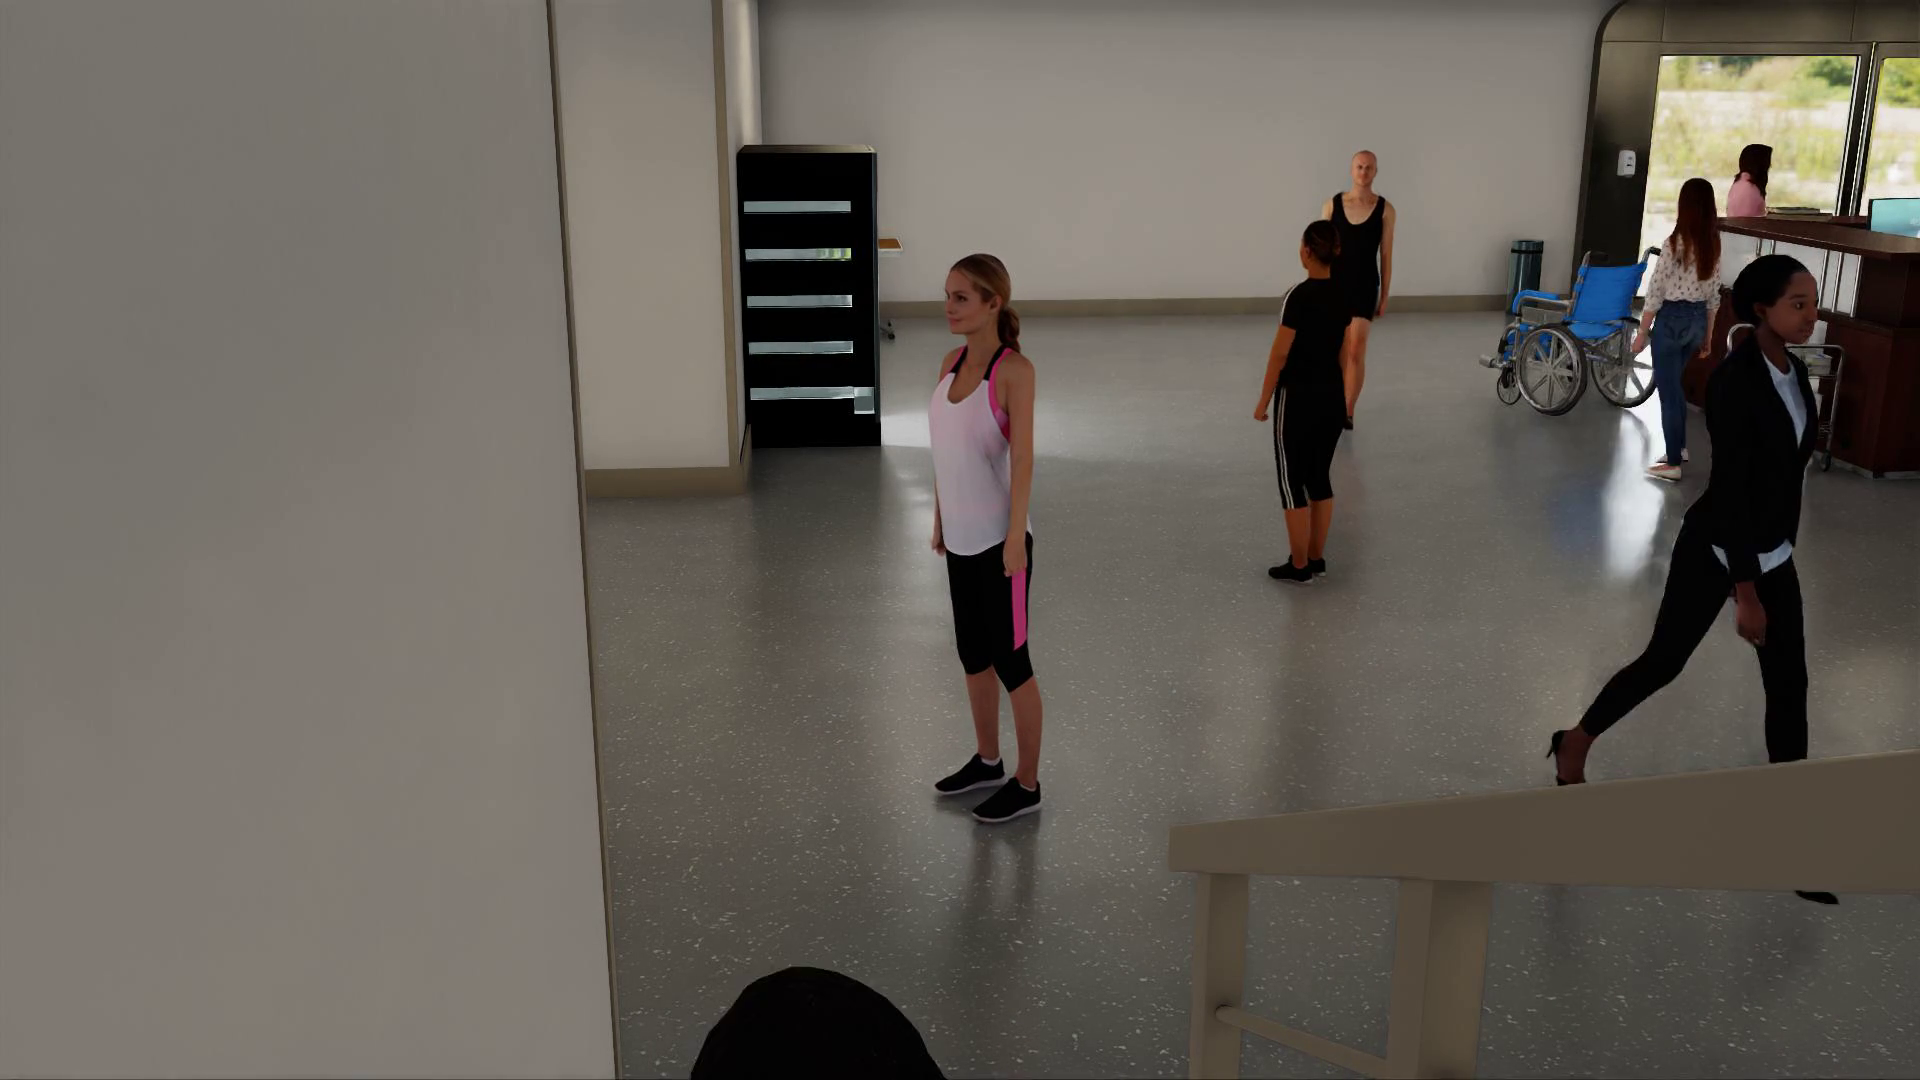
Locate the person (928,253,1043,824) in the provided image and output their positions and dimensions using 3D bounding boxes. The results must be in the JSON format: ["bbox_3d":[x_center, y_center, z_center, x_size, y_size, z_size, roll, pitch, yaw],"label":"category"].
[{"bbox_3d":[0.095,-0.001,5.208,0.745,1.784,0.638,-11,19,-33],"label":"person"}]

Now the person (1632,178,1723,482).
[{"bbox_3d":[4.183,-1.181,9.517,0.666,1.716,0.691,-7,17,-24],"label":"person"}]

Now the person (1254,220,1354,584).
[{"bbox_3d":[1.613,-0.621,7.627,0.695,1.666,0.720,-10,19,-32],"label":"person"}]

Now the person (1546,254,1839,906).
[{"bbox_3d":[2.129,0.107,4.826,0.968,1.785,1.263,-10,18,-31],"label":"person"}]

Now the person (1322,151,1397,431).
[{"bbox_3d":[2.607,-1.657,11.078,0.944,1.787,1.205,6,17,19],"label":"person"}]

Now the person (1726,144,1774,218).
[{"bbox_3d":[5.683,-2.012,12.379,0.762,1.764,0.997,0,16,0],"label":"person"}]
